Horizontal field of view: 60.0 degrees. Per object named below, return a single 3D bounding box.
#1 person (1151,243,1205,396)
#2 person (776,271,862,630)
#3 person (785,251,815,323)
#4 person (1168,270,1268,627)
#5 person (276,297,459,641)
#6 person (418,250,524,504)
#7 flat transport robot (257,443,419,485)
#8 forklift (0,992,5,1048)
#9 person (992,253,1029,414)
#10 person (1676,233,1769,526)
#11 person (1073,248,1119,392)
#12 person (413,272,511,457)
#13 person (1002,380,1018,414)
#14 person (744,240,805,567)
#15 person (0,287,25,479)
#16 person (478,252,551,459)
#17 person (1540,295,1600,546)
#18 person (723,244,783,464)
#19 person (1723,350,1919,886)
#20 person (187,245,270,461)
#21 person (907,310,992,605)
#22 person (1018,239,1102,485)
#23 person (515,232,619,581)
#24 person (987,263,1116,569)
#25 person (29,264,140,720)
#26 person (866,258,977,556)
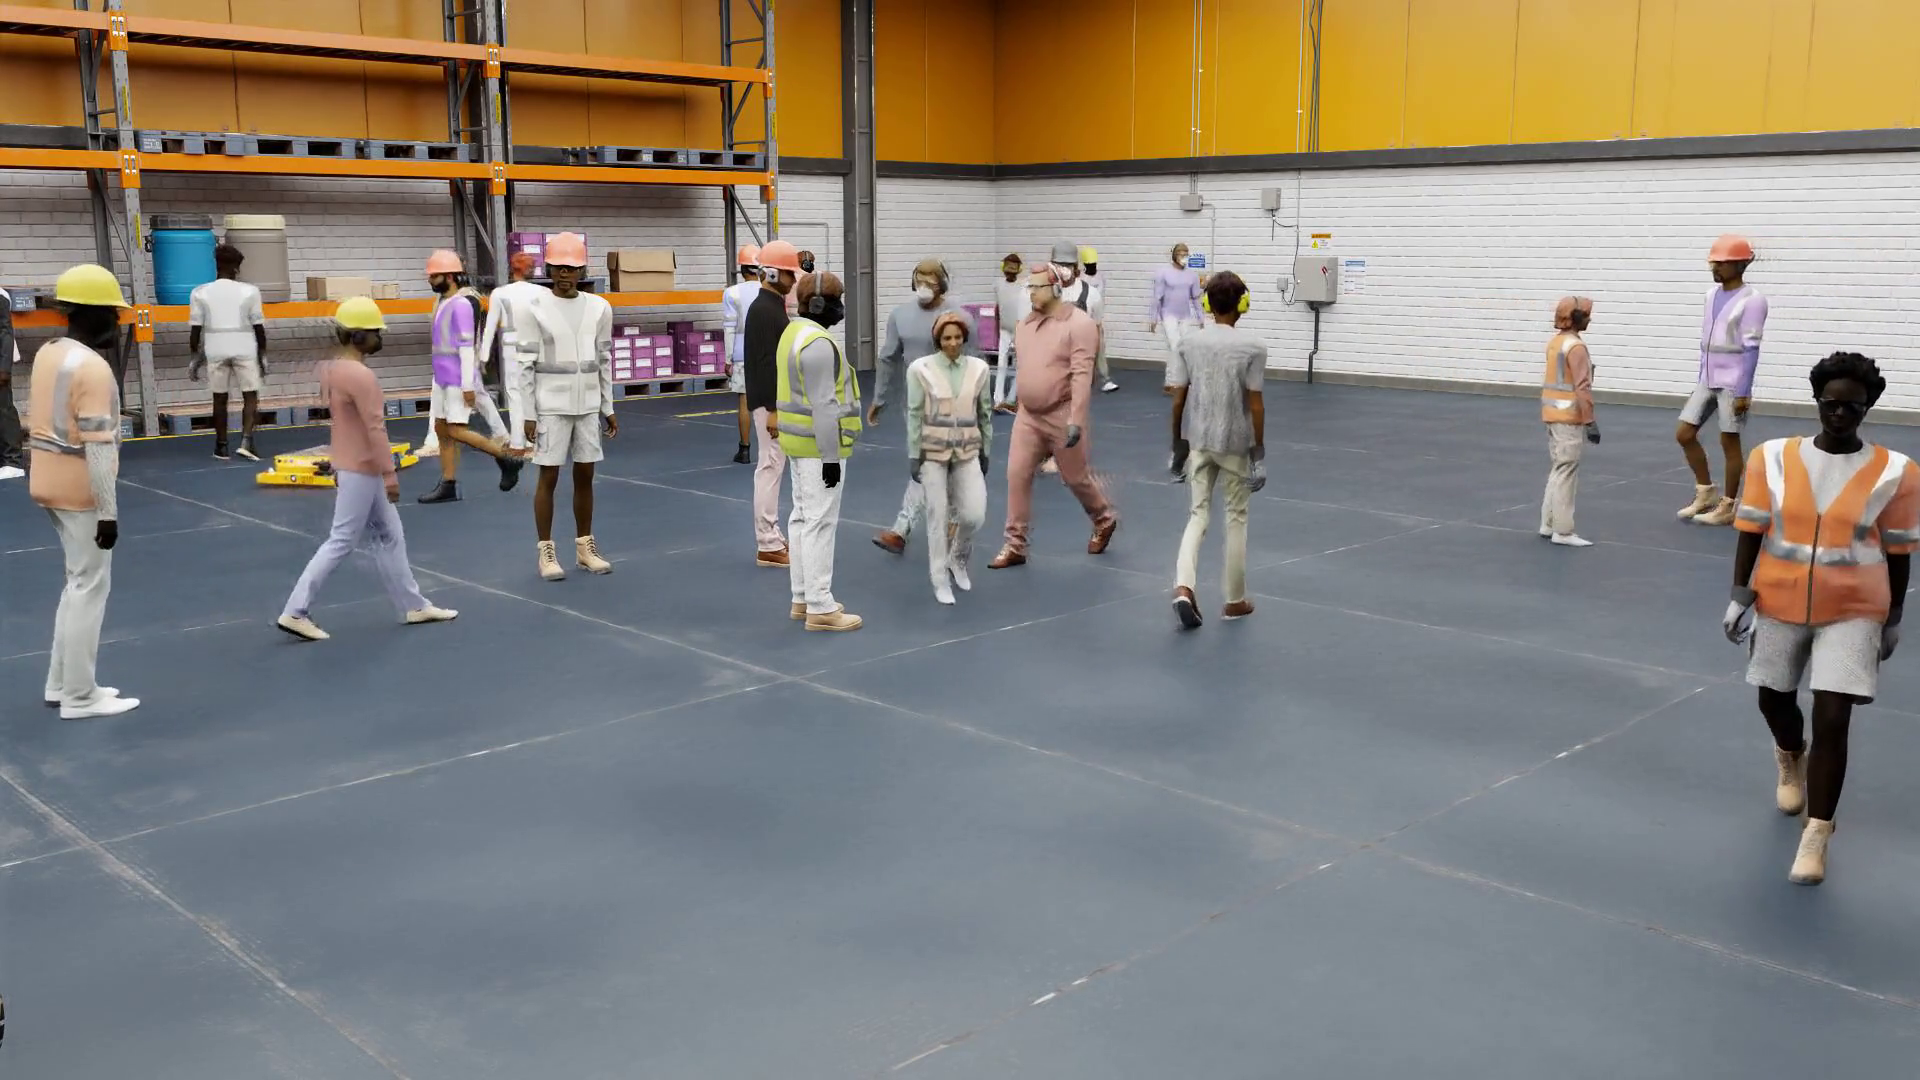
[{"bbox_3d":[2.792,-2.748,20.880,0.663,1.906,0.874,-5,11,-25],"label":"person"},{"bbox_3d":[-0.721,-0.459,8.596,0.429,1.840,0.636,-3,11,-18],"label":"person"},{"bbox_3d":[-1.939,-2.672,20.699,0.431,1.836,0.619,-7,13,-35],"label":"person"},{"bbox_3d":[1.331,-0.462,8.597,0.531,1.852,0.708,6,12,29],"label":"person"},{"bbox_3d":[-3.049,-0.361,8.383,0.908,1.722,0.540,-7,12,-32],"label":"person"},{"bbox_3d":[-3.762,-1.233,12.613,0.717,1.919,0.549,-6,12,-31],"label":"person"},{"bbox_3d":[-5.202,-0.661,13.975,0.652,0.197,1.431,2,11,10],"label":"flat transport robot"},{"bbox_3d":[-3.245,0.323,3.363,2.313,2.155,1.214,2,11,13],"label":"forklift"},{"bbox_3d":[0.579,-2.322,18.847,0.552,1.810,0.977,4,11,22],"label":"person"},{"bbox_3d":[5.237,-1.088,11.502,0.514,2.029,0.633,-2,11,-12],"label":"person"},{"bbox_3d":[1.668,-2.856,21.632,0.614,1.860,1.033,-7,12,-32],"label":"person"},{"bbox_3d":[-4.620,-1.688,15.424,0.634,1.800,0.947,8,13,39],"label":"person"},{"bbox_3d":[0.838,-2.215,18.889,0.864,1.587,0.514,-4,11,-22],"label":"person"},{"bbox_3d":[-1.132,-0.835,10.233,0.384,1.991,0.609,-1,10,-3],"label":"person"},{"bbox_3d":[-8.089,-1.465,13.883,0.587,1.914,0.392,7,12,33],"label":"person"},{"bbox_3d":[-3.992,-1.660,15.074,0.706,1.874,0.378,-5,11,-24],"label":"person"},{"bbox_3d":[3.968,-0.772,10.862,0.338,1.638,0.528,1,10,4],"label":"person"},{"bbox_3d":[-1.834,-1.647,14.793,0.552,1.942,0.343,-4,11,-19],"label":"person"},{"bbox_3d":[2.814,0.206,5.433,0.532,1.668,0.785,8,13,37],"label":"person"},{"bbox_3d":[-6.591,-1.665,14.954,0.678,1.948,0.632,-3,11,-15],"label":"person"},{"bbox_3d":[-0.054,-0.450,9.147,0.515,1.623,0.361,-3,11,-18],"label":"person"},{"bbox_3d":[0.824,-1.510,13.780,0.687,2.000,0.930,1,10,5],"label":"person"},{"bbox_3d":[-2.300,-0.787,9.836,0.609,2.040,0.394,-8,13,-38],"label":"person"},{"bbox_3d":[0.604,-0.778,10.280,0.640,1.865,0.957,8,13,39],"label":"person"},{"bbox_3d":[-3.669,-0.195,7.022,0.602,1.906,0.468,9,14,42],"label":"person"},{"bbox_3d":[-0.218,-0.857,10.682,0.636,1.878,1.064,8,13,37],"label":"person"}]
